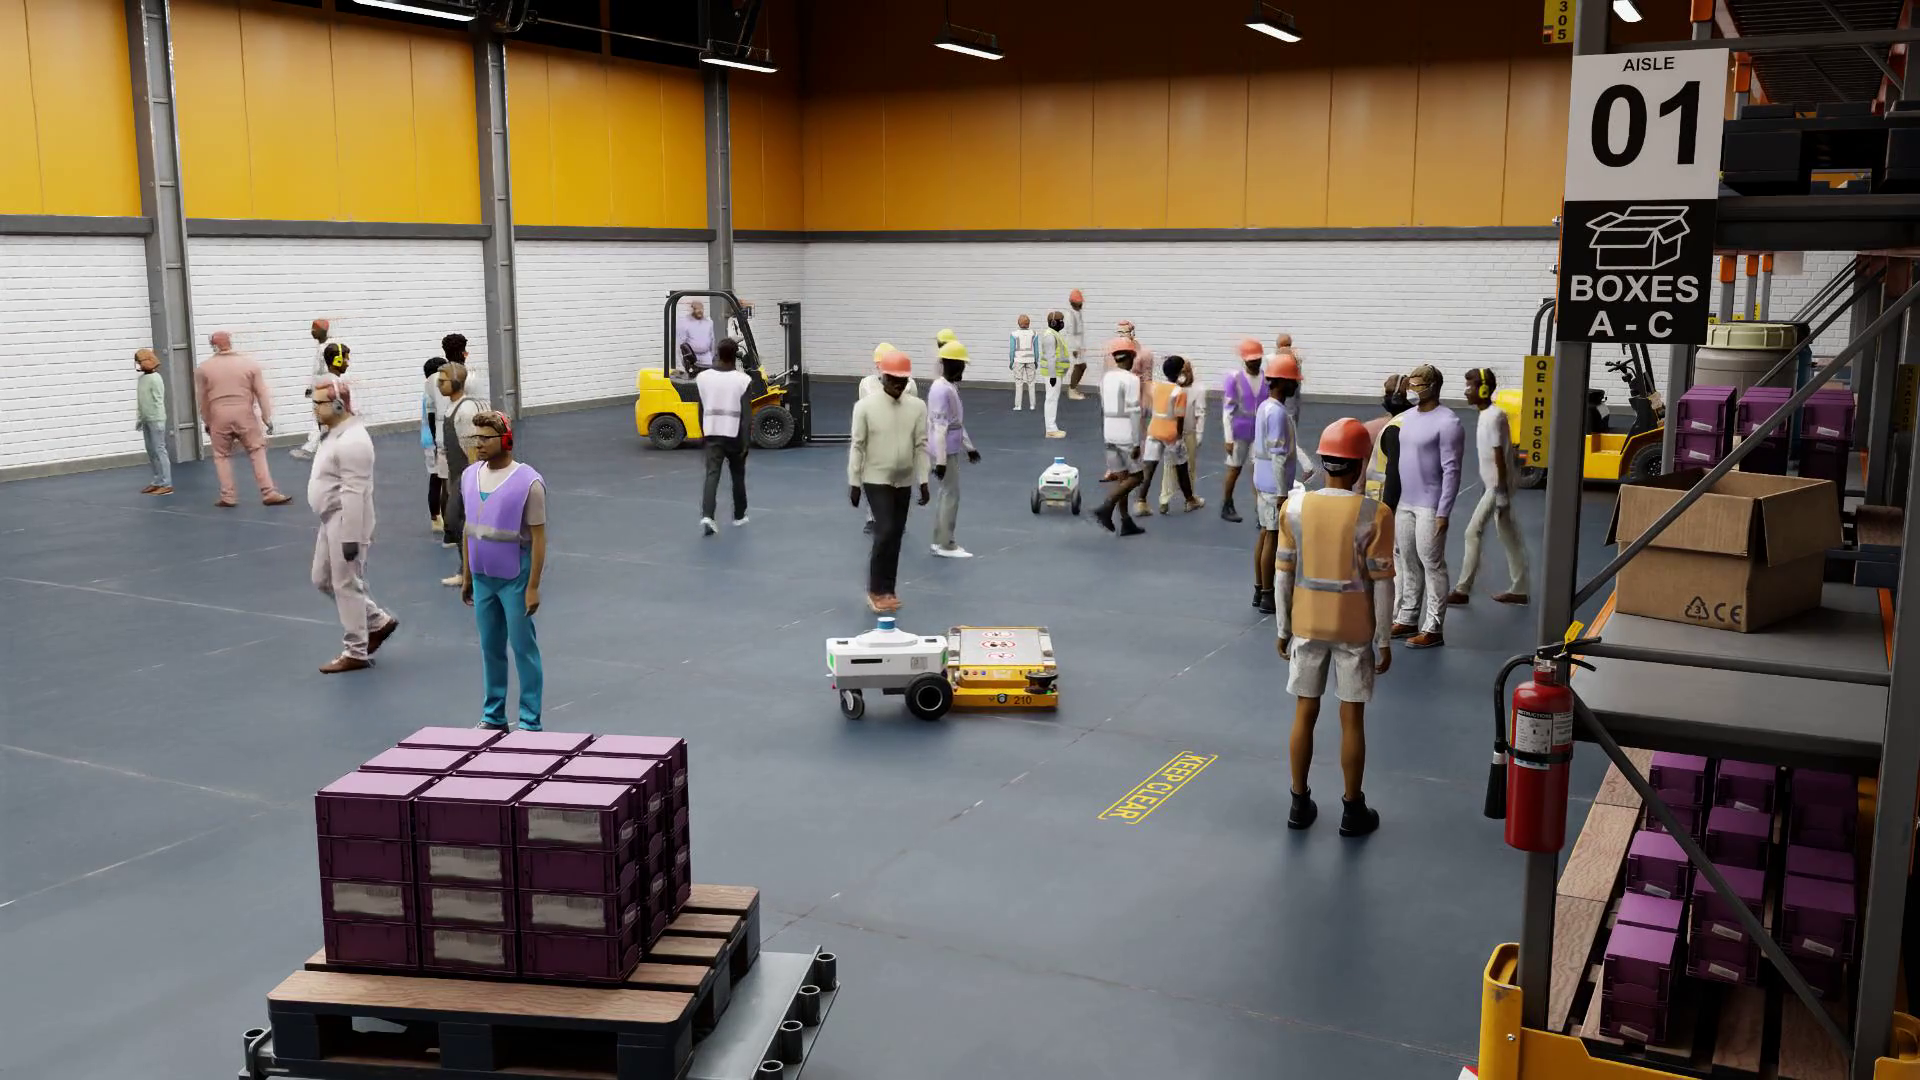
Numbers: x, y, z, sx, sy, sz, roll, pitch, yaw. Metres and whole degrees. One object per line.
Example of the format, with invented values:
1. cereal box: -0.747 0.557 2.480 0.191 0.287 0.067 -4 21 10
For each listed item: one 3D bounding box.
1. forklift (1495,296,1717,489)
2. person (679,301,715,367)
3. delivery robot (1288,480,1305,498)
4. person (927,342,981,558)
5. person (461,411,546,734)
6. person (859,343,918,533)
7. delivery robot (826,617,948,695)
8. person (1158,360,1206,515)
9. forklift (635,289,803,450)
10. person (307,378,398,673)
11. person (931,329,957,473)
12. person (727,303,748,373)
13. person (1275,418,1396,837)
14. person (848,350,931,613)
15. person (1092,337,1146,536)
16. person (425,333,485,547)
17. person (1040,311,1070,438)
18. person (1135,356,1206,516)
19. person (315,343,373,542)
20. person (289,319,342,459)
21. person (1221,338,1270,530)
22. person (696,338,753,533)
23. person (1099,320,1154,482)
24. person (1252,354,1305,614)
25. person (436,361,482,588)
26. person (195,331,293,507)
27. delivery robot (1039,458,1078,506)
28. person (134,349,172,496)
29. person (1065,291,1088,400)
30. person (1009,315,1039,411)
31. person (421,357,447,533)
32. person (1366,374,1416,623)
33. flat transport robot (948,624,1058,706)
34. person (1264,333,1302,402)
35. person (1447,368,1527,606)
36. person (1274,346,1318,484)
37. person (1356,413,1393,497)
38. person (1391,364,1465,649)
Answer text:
1. forklift: 7.296 -1.677 18.993 2.313 2.155 1.214 5 11 27
2. person: -4.434 -3.138 28.380 0.678 1.861 0.967 -6 11 -30
3. delivery robot: 3.186 -0.420 16.186 0.477 0.478 0.707 2 10 10
4. person: -0.050 -0.800 14.802 0.504 1.895 0.621 1 10 4
5. person: -2.479 0.212 9.063 0.566 1.847 0.390 5 11 28
6. person: -0.705 -0.974 15.972 0.602 1.830 0.404 1 10 8
7. delivery robot: -0.431 0.695 9.733 0.707 0.478 0.477 -1 10 -5
8. person: 2.263 -1.043 17.068 0.498 1.594 0.807 3 10 16
9. forklift: -3.358 -2.392 23.136 2.313 2.155 1.214 -1 10 -5
10. person: -3.945 -0.093 10.665 0.454 1.894 0.651 -5 11 -29
11. person: -0.182 -1.694 20.337 0.331 1.765 0.533 -1 10 -7
12. person: -4.021 -3.357 29.691 0.621 1.860 0.577 -10 14 -44
13. person: 1.740 0.401 7.708 0.553 1.935 0.365 5 11 28
14. person: -0.496 -0.430 12.423 0.605 1.968 0.609 -6 12 -33
15. person: 1.482 -0.965 15.754 0.602 1.892 0.584 -6 11 -30
16. person: -4.551 -0.898 15.141 0.610 1.966 0.364 3 10 19
17. person: 1.389 -2.413 24.275 0.429 1.843 0.632 1 10 8
18. person: 2.144 -1.069 17.070 0.910 1.636 0.534 -8 13 -40
19. person: -5.745 -0.891 15.406 0.520 1.865 0.328 8 13 39
20. person: -8.343 -1.994 21.909 1.005 1.833 0.593 -6 11 -31
21. person: 2.828 -1.045 16.282 0.577 1.866 1.035 -2 10 -13
22. person: -2.288 -1.017 16.111 0.588 1.877 0.986 1 10 6
23. person: 1.918 -1.609 19.438 0.647 1.908 0.409 6 11 29
24. person: 2.376 -0.416 12.435 0.355 1.938 0.544 0 10 1
25. person: -3.995 -0.512 13.307 0.421 1.827 0.533 -6 11 -29
26. person: -7.616 -1.273 17.650 0.868 1.868 0.397 -4 10 -20
27. delivery robot: 1.032 -0.616 17.322 0.477 0.478 0.707 2 10 10
28. person: -9.004 -1.310 18.518 0.507 1.629 0.282 9 13 42
29. person: 2.117 -3.552 30.464 0.440 2.002 0.691 6 11 29
30. person: 1.090 -3.014 28.335 0.517 1.639 0.313 -2 10 -11
31. person: -5.028 -0.917 16.033 0.318 1.697 0.533 -2 10 -14
32. person: 3.074 -0.246 11.731 0.429 1.845 0.621 6 11 30
33. flat transport robot: 0.253 0.765 10.417 0.652 0.197 1.431 0 10 0
34. person: 4.370 -2.004 22.585 0.523 1.606 0.808 1 10 4
35. person: 3.982 -0.390 12.655 0.783 1.818 0.568 3 10 15
36. person: 3.864 -1.453 19.431 0.763 1.606 0.556 6 12 32
37. person: 3.313 -0.370 12.768 0.526 1.726 0.583 5 11 29
38. person: 3.159 -0.231 11.363 0.372 1.940 0.627 -4 10 -20
